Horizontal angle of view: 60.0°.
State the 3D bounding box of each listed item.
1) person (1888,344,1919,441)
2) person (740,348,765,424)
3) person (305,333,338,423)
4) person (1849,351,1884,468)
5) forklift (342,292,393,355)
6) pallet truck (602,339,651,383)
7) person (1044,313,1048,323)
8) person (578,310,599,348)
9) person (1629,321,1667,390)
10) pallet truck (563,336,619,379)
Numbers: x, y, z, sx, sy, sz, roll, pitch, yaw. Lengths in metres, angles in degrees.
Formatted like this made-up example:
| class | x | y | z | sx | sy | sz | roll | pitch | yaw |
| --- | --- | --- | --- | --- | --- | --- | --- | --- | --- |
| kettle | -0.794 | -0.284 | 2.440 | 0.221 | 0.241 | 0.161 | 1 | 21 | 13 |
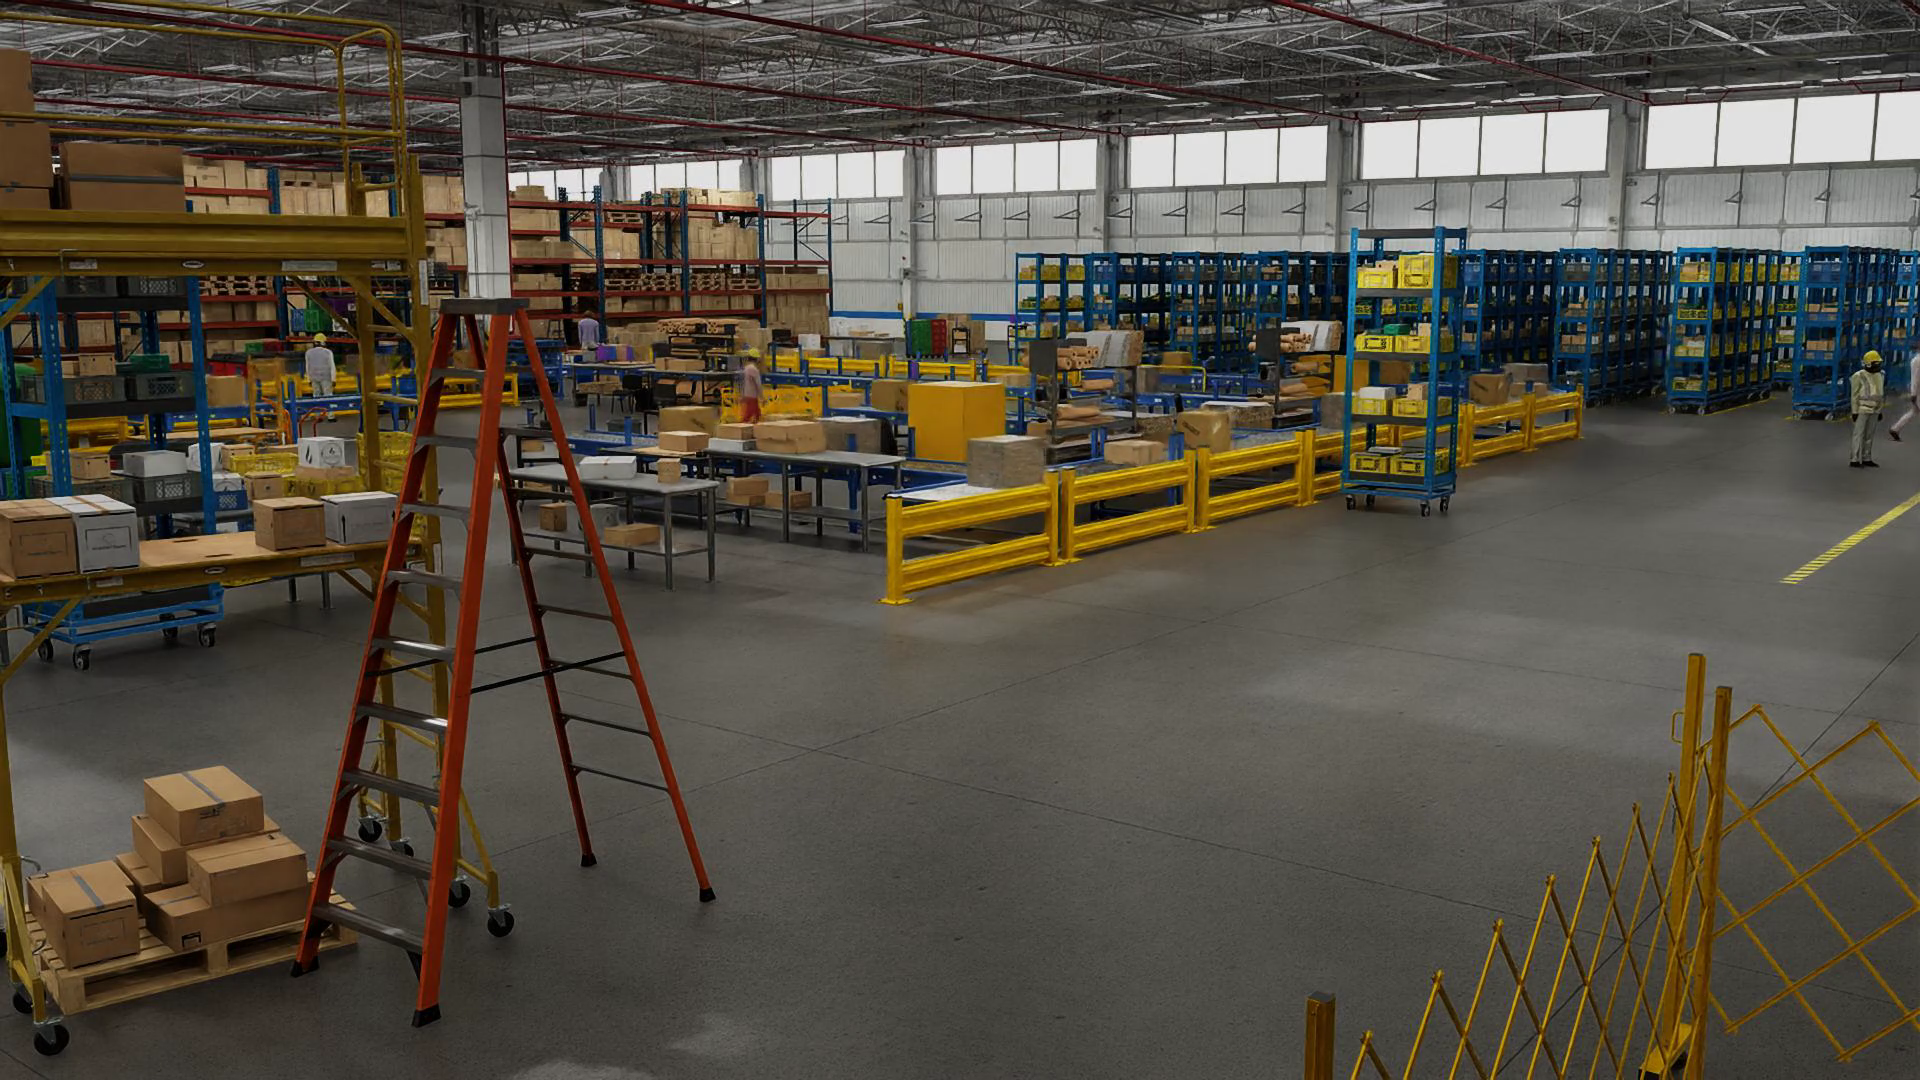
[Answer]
| class | x | y | z | sx | sy | sz | roll | pitch | yaw |
| --- | --- | --- | --- | --- | --- | --- | --- | --- | --- |
| person | 17.159 | -2.660 | 29.770 | 0.880 | 1.881 | 0.645 | 8 | 12 | 41 |
| person | -3.613 | -2.507 | 29.276 | 0.931 | 1.715 | 0.541 | -5 | 10 | -27 |
| person | -12.954 | -3.277 | 33.756 | 0.591 | 1.829 | 0.404 | 1 | 9 | 5 |
| person | 14.179 | -2.034 | 25.973 | 0.596 | 1.837 | 0.404 | -3 | 10 | -20 |
| forklift | -16.485 | -5.622 | 45.120 | 1.129 | 2.768 | 1.873 | 7 | 11 | 37 |
| pallet truck | -8.991 | -4.871 | 45.351 | 0.653 | 1.274 | 1.630 | 7 | 11 | 37 |
| person | 2.722 | -6.492 | 53.397 | 0.689 | 1.971 | 0.622 | 3 | 10 | 19 |
| person | -11.289 | -6.028 | 50.638 | 0.623 | 1.932 | 0.375 | -1 | 9 | -5 |
| person | 18.062 | -4.812 | 43.441 | 0.584 | 1.797 | 0.965 | -8 | 12 | -42 |
| pallet truck | -10.690 | -5.294 | 48.215 | 1.601 | 1.201 | 0.680 | -5 | 10 | -26 |
